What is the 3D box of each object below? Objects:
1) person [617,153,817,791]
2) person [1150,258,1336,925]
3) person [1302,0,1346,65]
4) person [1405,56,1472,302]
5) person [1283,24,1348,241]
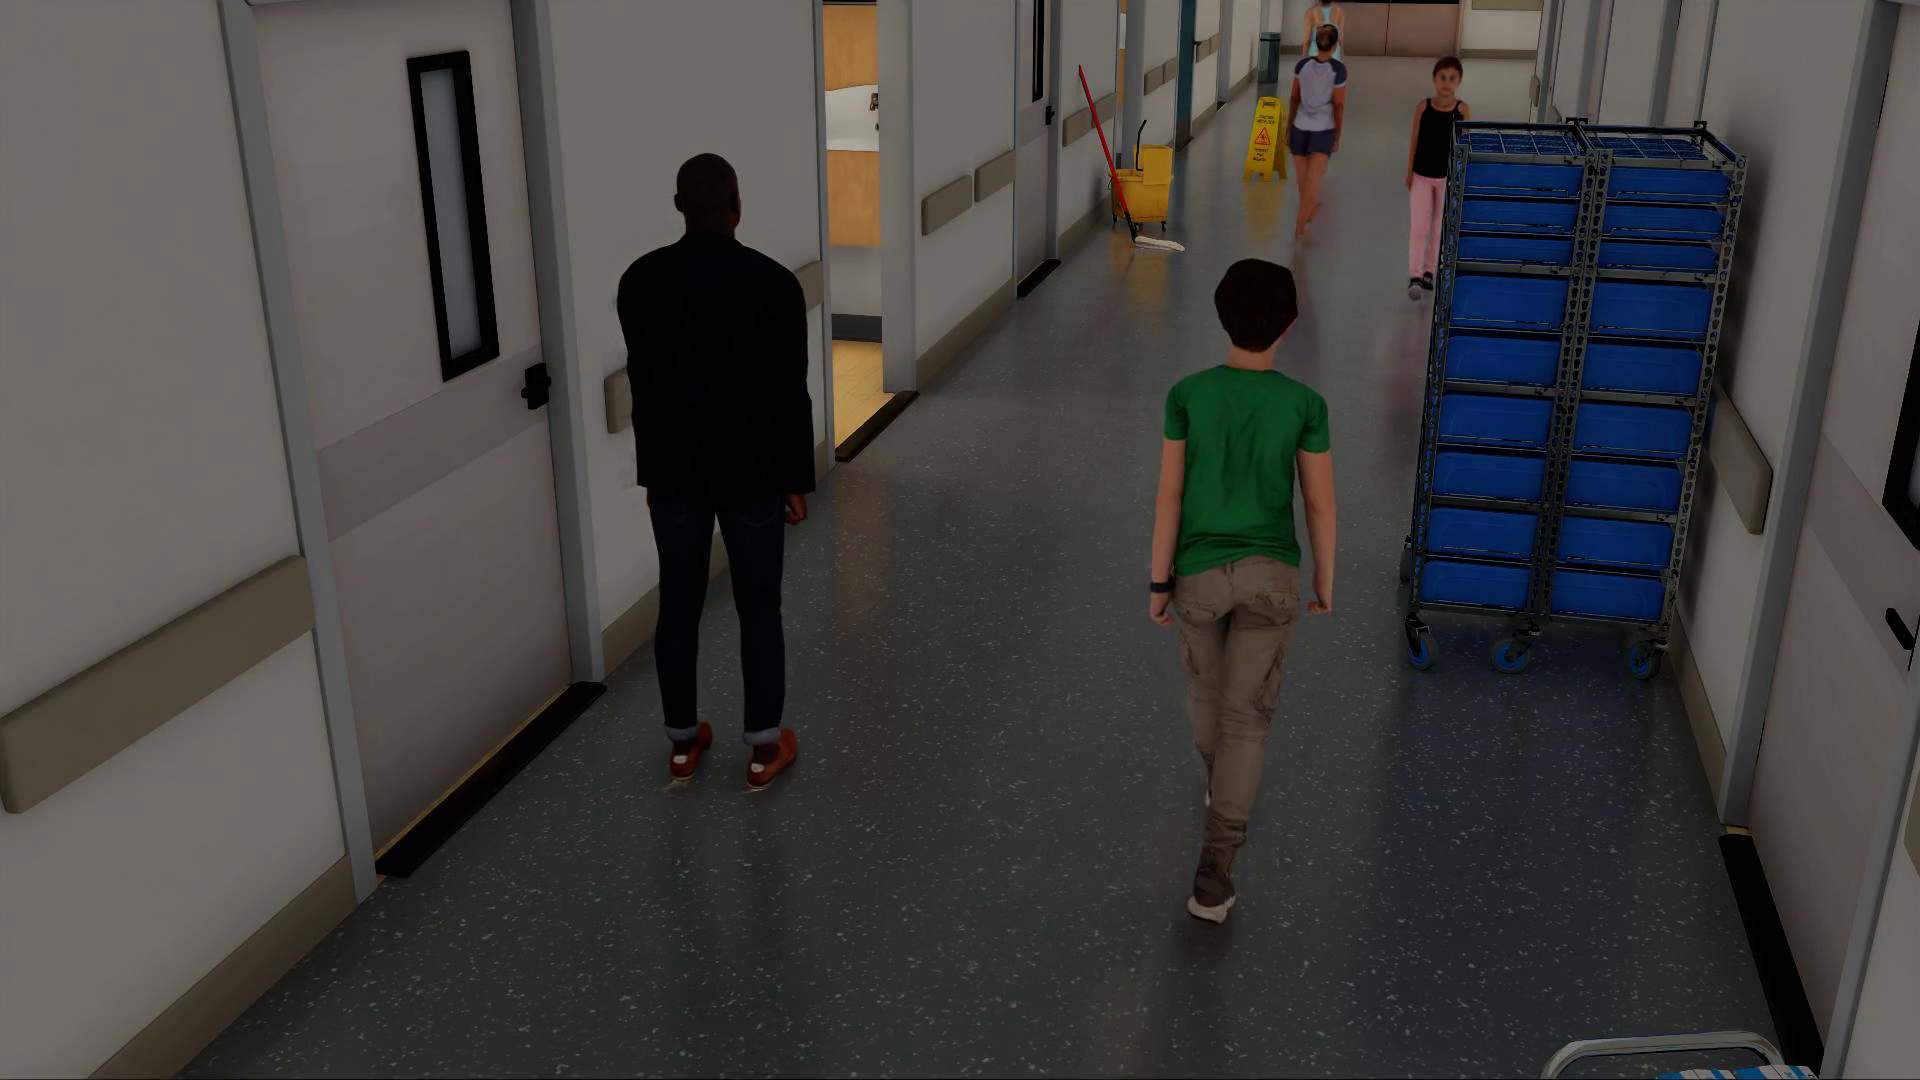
[{"bbox_3d":[-0.694,-0.167,4.691,0.719,1.818,0.659,2,21,5],"label":"person"},{"bbox_3d":[0.680,0.160,4.125,0.597,1.606,1.106,6,21,14],"label":"person"},{"bbox_3d":[3.811,-4.939,17.378,0.638,1.756,0.682,2,21,5],"label":"person"},{"bbox_3d":[3.093,-2.334,10.828,0.538,1.524,0.977,5,21,14],"label":"person"},{"bbox_3d":[2.677,-3.081,12.746,0.800,1.562,1.104,14,25,32],"label":"person"}]
